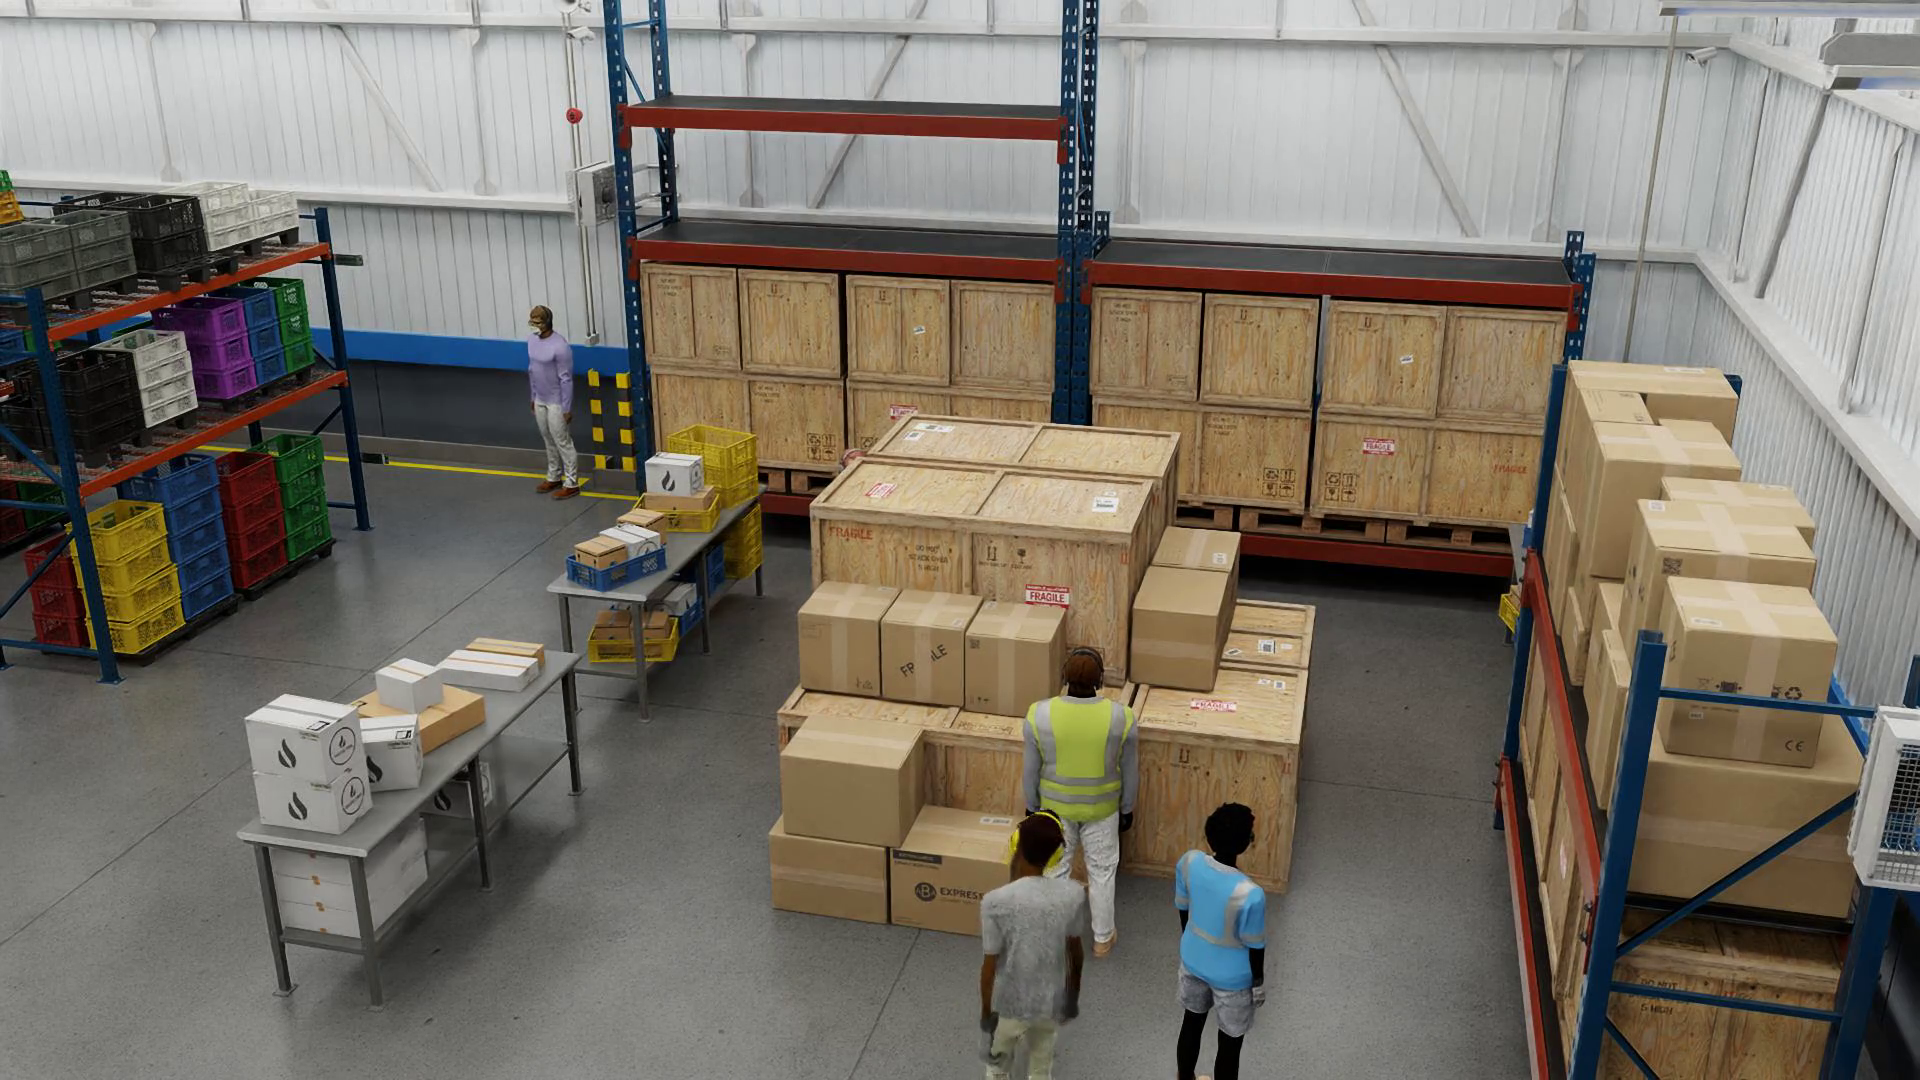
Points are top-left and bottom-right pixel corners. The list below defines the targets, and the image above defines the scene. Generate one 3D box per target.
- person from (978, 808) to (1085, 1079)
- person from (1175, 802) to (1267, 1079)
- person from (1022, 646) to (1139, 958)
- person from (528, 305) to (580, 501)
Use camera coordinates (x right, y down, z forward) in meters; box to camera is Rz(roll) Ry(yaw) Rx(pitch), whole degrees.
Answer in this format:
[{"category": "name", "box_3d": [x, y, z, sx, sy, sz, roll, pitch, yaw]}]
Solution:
[{"category": "person", "box_3d": [0.321, 2.081, 7.390, 0.540, 1.829, 0.516, -5, 22, -13]}, {"category": "person", "box_3d": [1.224, 1.996, 7.802, 0.318, 1.697, 0.535, -16, 26, -36]}, {"category": "person", "box_3d": [0.655, 1.434, 9.073, 0.631, 1.843, 0.429, 1, 21, 4]}, {"category": "person", "box_3d": [-3.978, -1.351, 16.243, 0.362, 1.932, 0.630, -19, 28, -41]}]
